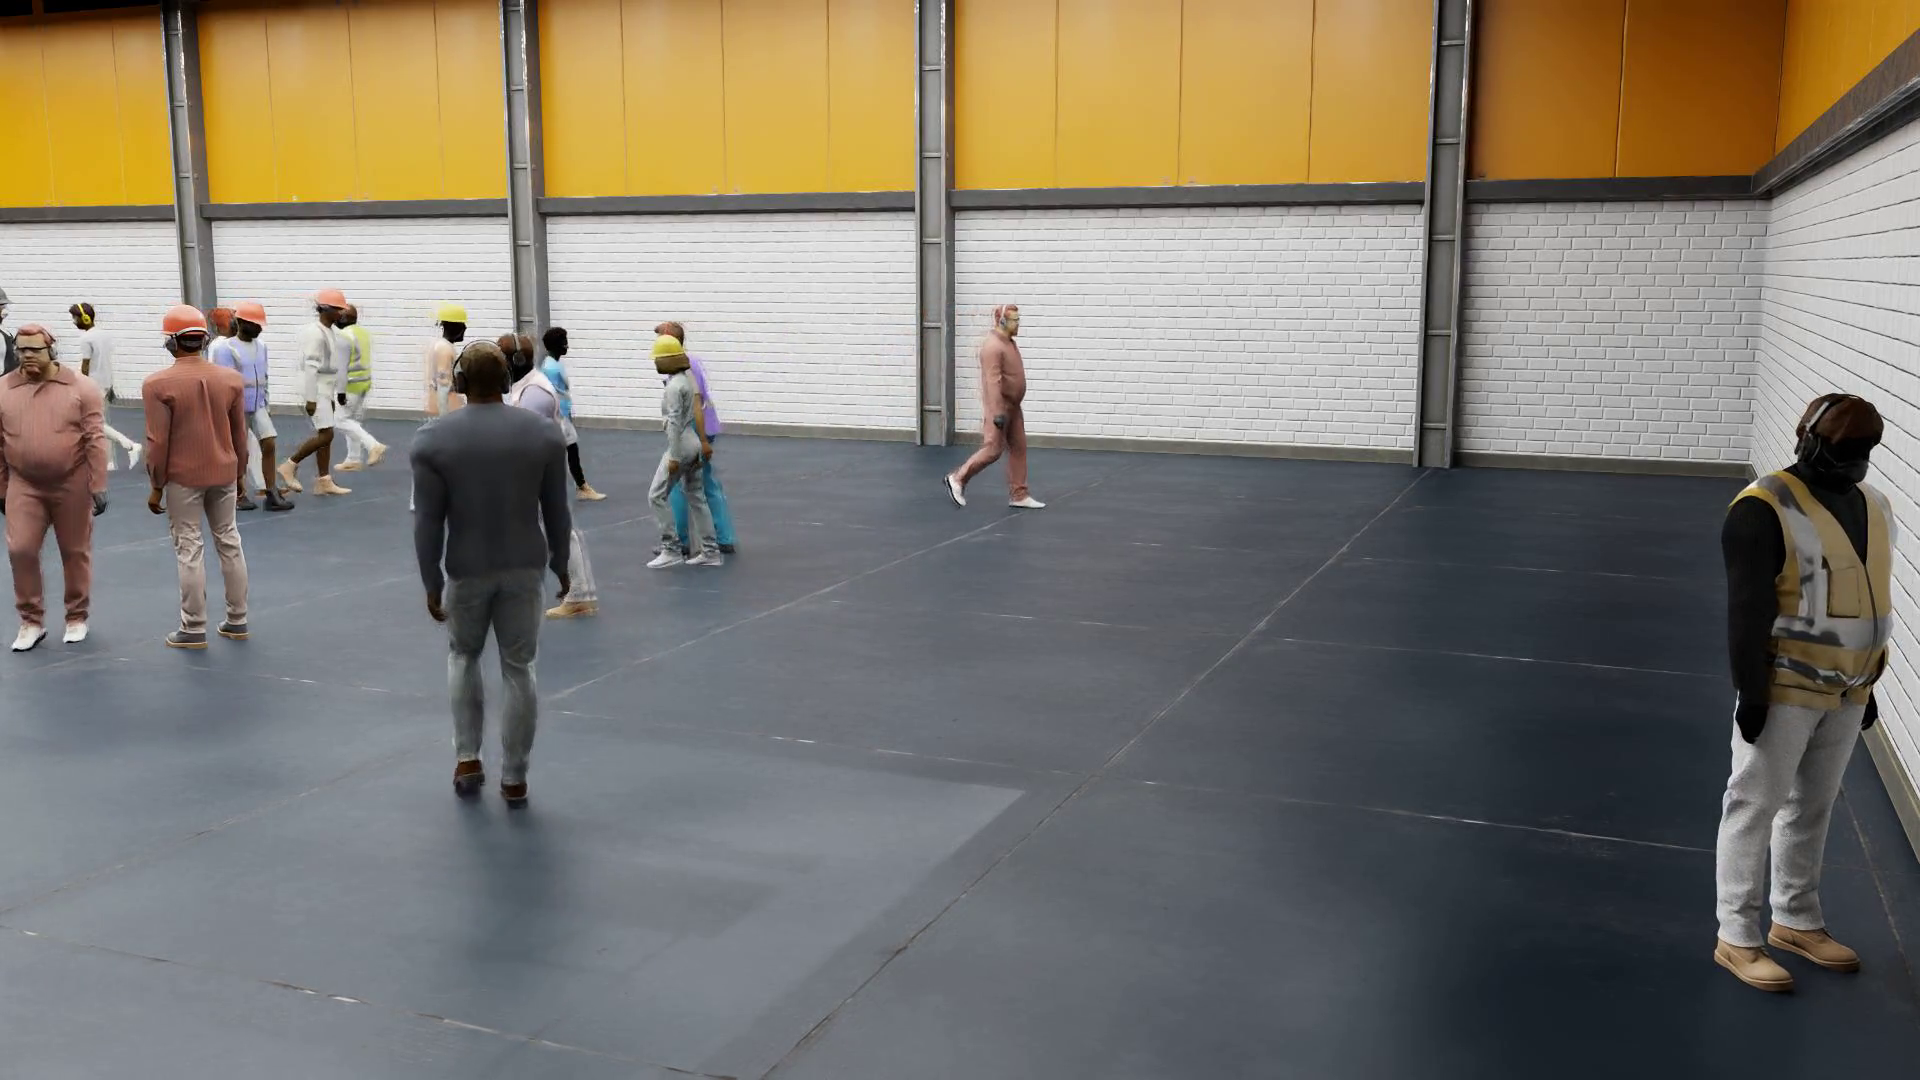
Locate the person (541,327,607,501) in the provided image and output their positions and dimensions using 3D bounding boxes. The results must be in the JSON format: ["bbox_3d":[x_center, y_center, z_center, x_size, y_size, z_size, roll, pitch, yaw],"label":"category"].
[{"bbox_3d":[-3.816,-1.165,15.597,0.862,1.656,0.538,-3,10,-17],"label":"person"}]

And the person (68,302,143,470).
[{"bbox_3d":[-9.147,-1.628,17.821,0.624,1.840,0.580,-1,9,-6],"label":"person"}]

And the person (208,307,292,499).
[{"bbox_3d":[-6.899,-1.262,15.627,0.991,1.837,0.649,-5,11,-27],"label":"person"}]

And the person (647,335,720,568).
[{"bbox_3d":[-2.071,-0.632,12.149,0.633,1.715,0.499,0,9,2],"label":"person"}]

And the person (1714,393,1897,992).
[{"bbox_3d":[2.639,0.462,5.171,0.623,1.837,0.430,-4,10,-24],"label":"person"}]

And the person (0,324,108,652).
[{"bbox_3d":[-5.282,-0.298,9.633,0.648,1.887,0.659,-3,10,-18],"label":"person"}]

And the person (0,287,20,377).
[{"bbox_3d":[-9.490,-1.508,16.481,0.536,2.000,0.682,-4,10,-22],"label":"person"}]

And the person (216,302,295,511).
[{"bbox_3d":[-6.342,-1.181,14.929,0.824,1.886,0.593,4,10,25],"label":"person"}]

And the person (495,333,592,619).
[{"bbox_3d":[-2.761,-0.373,10.343,0.934,1.798,0.641,-5,11,-29],"label":"person"}]

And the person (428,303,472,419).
[{"bbox_3d":[-4.491,-1.179,14.956,0.964,1.877,0.606,-3,10,-20],"label":"person"}]

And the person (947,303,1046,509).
[{"bbox_3d":[0.338,-1.216,15.180,0.832,1.881,0.647,4,10,21],"label":"person"}]

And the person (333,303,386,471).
[{"bbox_3d":[-6.507,-1.632,17.881,0.539,1.822,0.643,0,9,2],"label":"person"}]

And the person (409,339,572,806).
[{"bbox_3d":[-1.934,0.130,6.937,0.638,1.916,0.620,-3,10,-17],"label":"person"}]

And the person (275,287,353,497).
[{"bbox_3d":[-6.139,-1.400,15.893,0.668,2.016,0.617,-2,10,-11],"label":"person"}]

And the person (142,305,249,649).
[{"bbox_3d":[-4.441,-0.365,9.693,0.375,1.995,0.610,6,11,34],"label":"person"}]

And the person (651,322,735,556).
[{"bbox_3d":[-2.081,-0.767,12.739,0.743,1.785,0.593,-1,9,-4],"label":"person"}]
